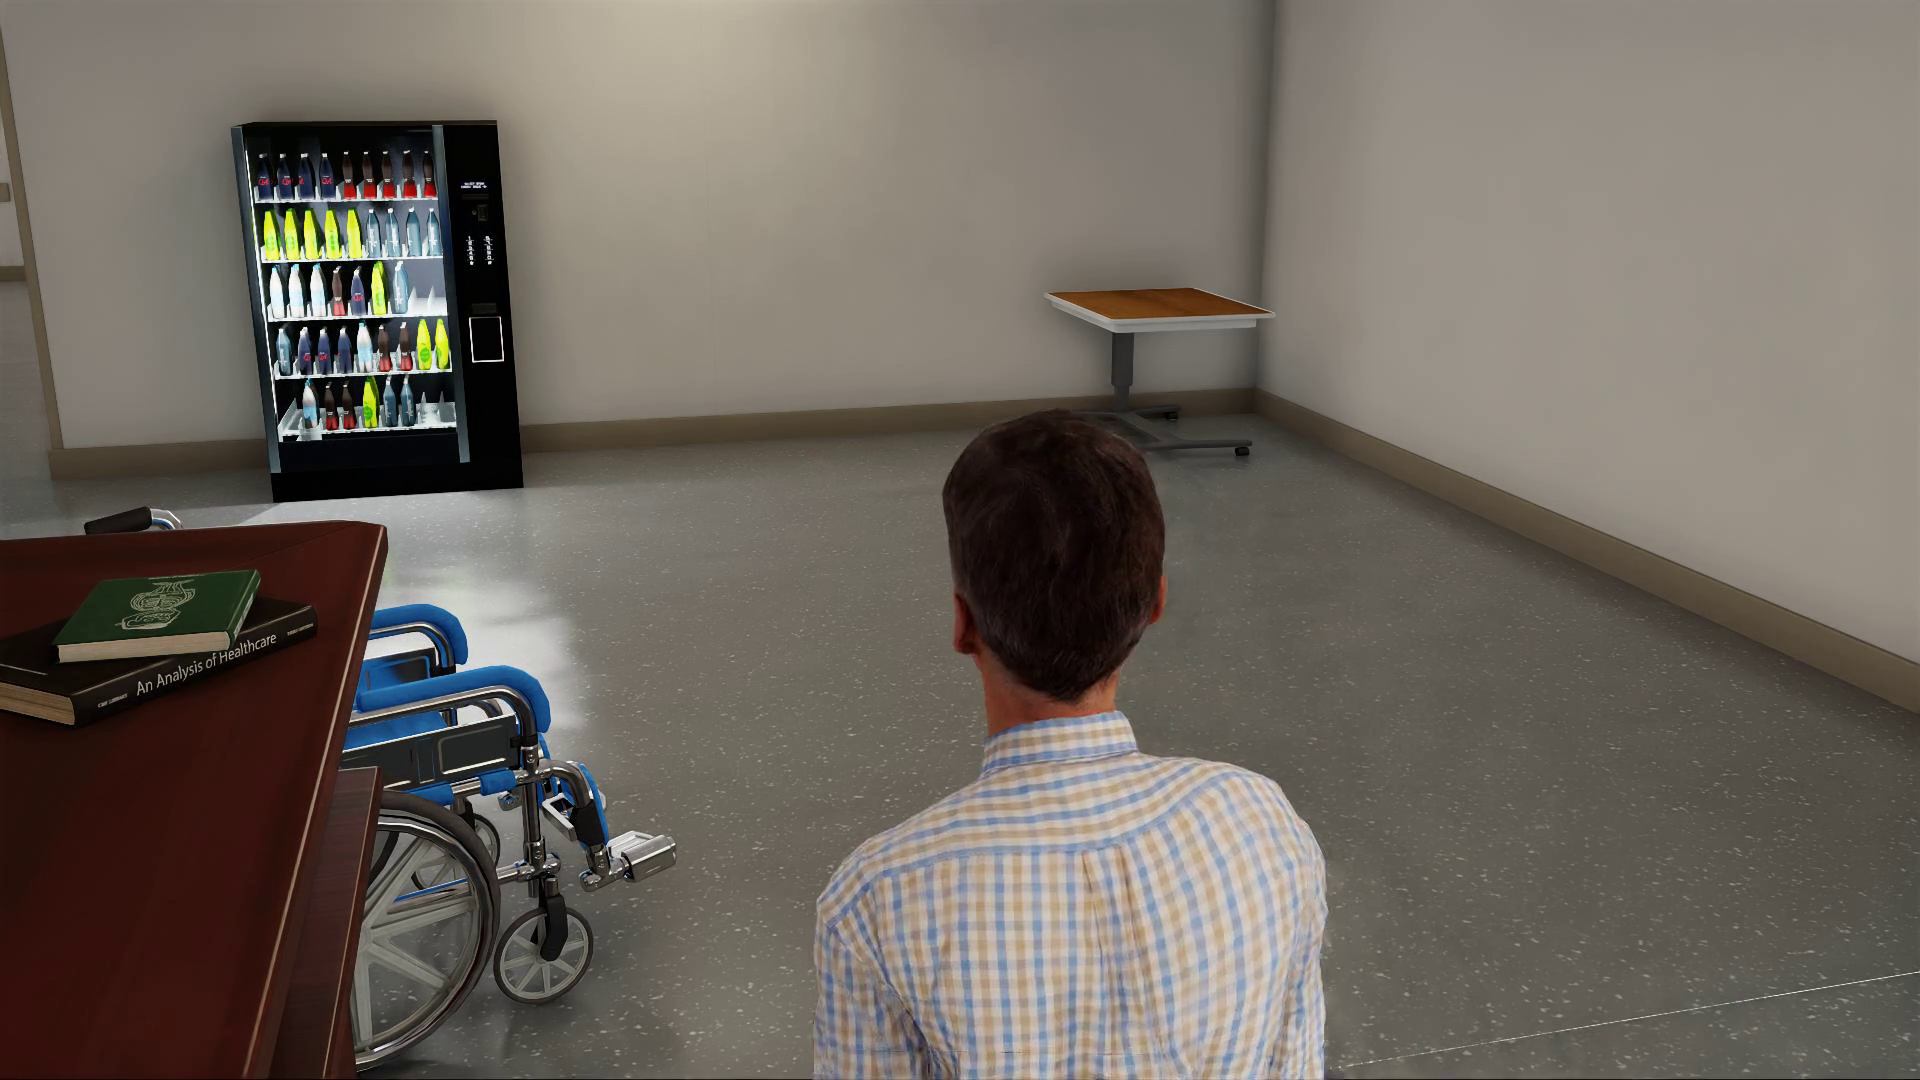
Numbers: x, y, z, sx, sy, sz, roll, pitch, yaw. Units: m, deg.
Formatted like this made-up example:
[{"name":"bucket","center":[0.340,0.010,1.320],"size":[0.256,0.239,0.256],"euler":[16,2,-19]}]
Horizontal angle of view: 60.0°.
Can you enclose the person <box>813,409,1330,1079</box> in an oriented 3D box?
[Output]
[{"name":"person","center":[0.126,0.803,1.502],"size":[1.003,1.799,0.766],"euler":[-3,16,-10]}]
